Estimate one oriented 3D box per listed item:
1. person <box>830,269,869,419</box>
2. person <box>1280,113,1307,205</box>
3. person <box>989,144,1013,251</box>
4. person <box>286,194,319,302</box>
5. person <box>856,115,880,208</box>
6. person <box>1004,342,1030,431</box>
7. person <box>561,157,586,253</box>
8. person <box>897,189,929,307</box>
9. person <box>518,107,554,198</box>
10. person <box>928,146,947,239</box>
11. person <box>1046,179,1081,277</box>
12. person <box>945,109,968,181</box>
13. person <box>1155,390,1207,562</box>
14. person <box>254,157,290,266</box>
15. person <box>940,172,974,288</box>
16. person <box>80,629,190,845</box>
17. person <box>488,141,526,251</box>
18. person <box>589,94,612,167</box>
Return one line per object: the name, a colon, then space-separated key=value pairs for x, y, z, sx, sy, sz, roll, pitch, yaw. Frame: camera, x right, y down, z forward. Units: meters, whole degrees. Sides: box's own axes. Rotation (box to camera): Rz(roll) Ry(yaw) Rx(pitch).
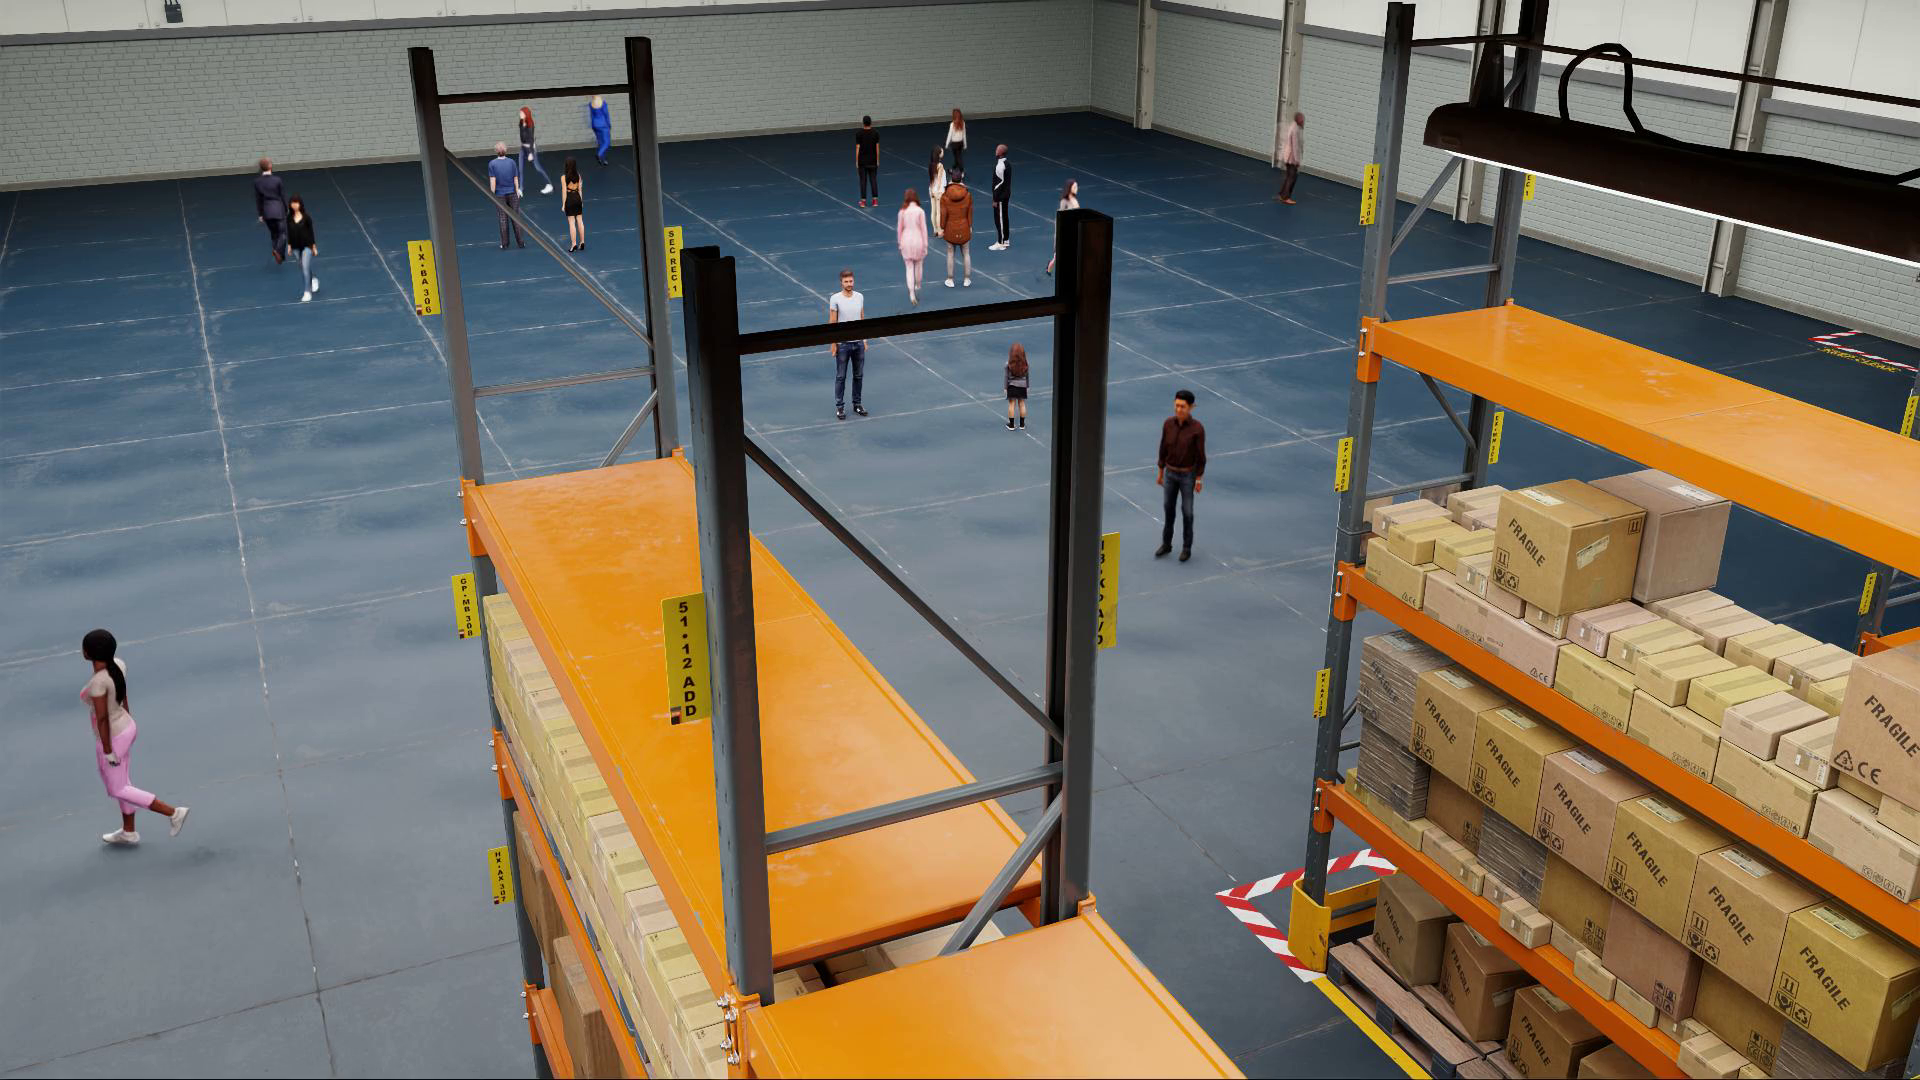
person: x=-1.390 y=-2.469 z=20.828 sx=0.634 sy=1.866 sz=0.512 roll=-11 pitch=25 yaw=-23
person: x=6.557 y=-7.586 z=32.966 sx=1.039 sy=1.785 sz=0.849 roll=-2 pitch=23 yaw=-5
person: x=0.741 y=-6.060 z=29.321 sx=0.780 sy=1.828 sz=0.736 roll=10 pitch=25 yaw=22
person: x=-10.359 y=-4.630 z=26.228 sx=0.877 sy=1.617 sz=1.128 roll=1 pitch=23 yaw=1
person: x=-1.815 y=-7.445 z=32.670 sx=0.645 sy=1.756 sz=0.586 roll=-7 pitch=24 yaw=-15
person: x=0.698 y=-1.904 z=20.473 sx=0.506 sy=1.104 sz=0.499 roll=-5 pitch=24 yaw=-12
person: x=-6.769 y=-5.879 z=29.119 sx=0.619 sy=1.653 sz=0.585 roll=-21 pitch=31 yaw=-41
person: x=-0.750 y=-4.475 z=25.702 sx=0.971 sy=1.744 sz=1.240 roll=1 pitch=23 yaw=2
person: x=-8.596 y=-7.785 z=33.496 sx=1.224 sy=1.736 sz=1.004 roll=19 pitch=30 yaw=38
person: x=-0.423 y=-6.308 z=30.127 sx=0.621 sy=1.653 sz=0.558 roll=0 pitch=23 yaw=1
person: x=1.690 y=-4.951 z=26.835 sx=0.982 sy=1.733 sz=0.838 roll=16 pitch=28 yaw=34
person: x=-0.002 y=-8.340 z=35.165 sx=0.730 sy=1.451 sz=0.987 roll=-18 pitch=29 yaw=-37
person: x=2.228 y=-0.658 z=16.683 sx=0.660 sy=1.778 sz=0.787 roll=14 pitch=27 yaw=30
person: x=-11.614 y=-5.531 z=28.112 sx=0.896 sy=1.801 sz=1.029 roll=-1 pitch=23 yaw=-1
person: x=-0.045 y=-5.009 z=26.838 sx=0.785 sy=1.838 sz=0.786 roll=-3 pitch=23 yaw=-7
person: x=-5.927 y=1.431 z=11.839 sx=0.876 sy=1.724 sz=0.959 roll=0 pitch=23 yaw=0
person: x=-7.993 y=-6.077 z=29.307 sx=0.662 sy=1.871 sz=0.543 roll=-9 pitch=25 yaw=-20
person: x=-7.892 y=-9.003 z=36.420 sx=0.926 sy=1.689 sz=0.981 roll=9 pitch=25 yaw=20
